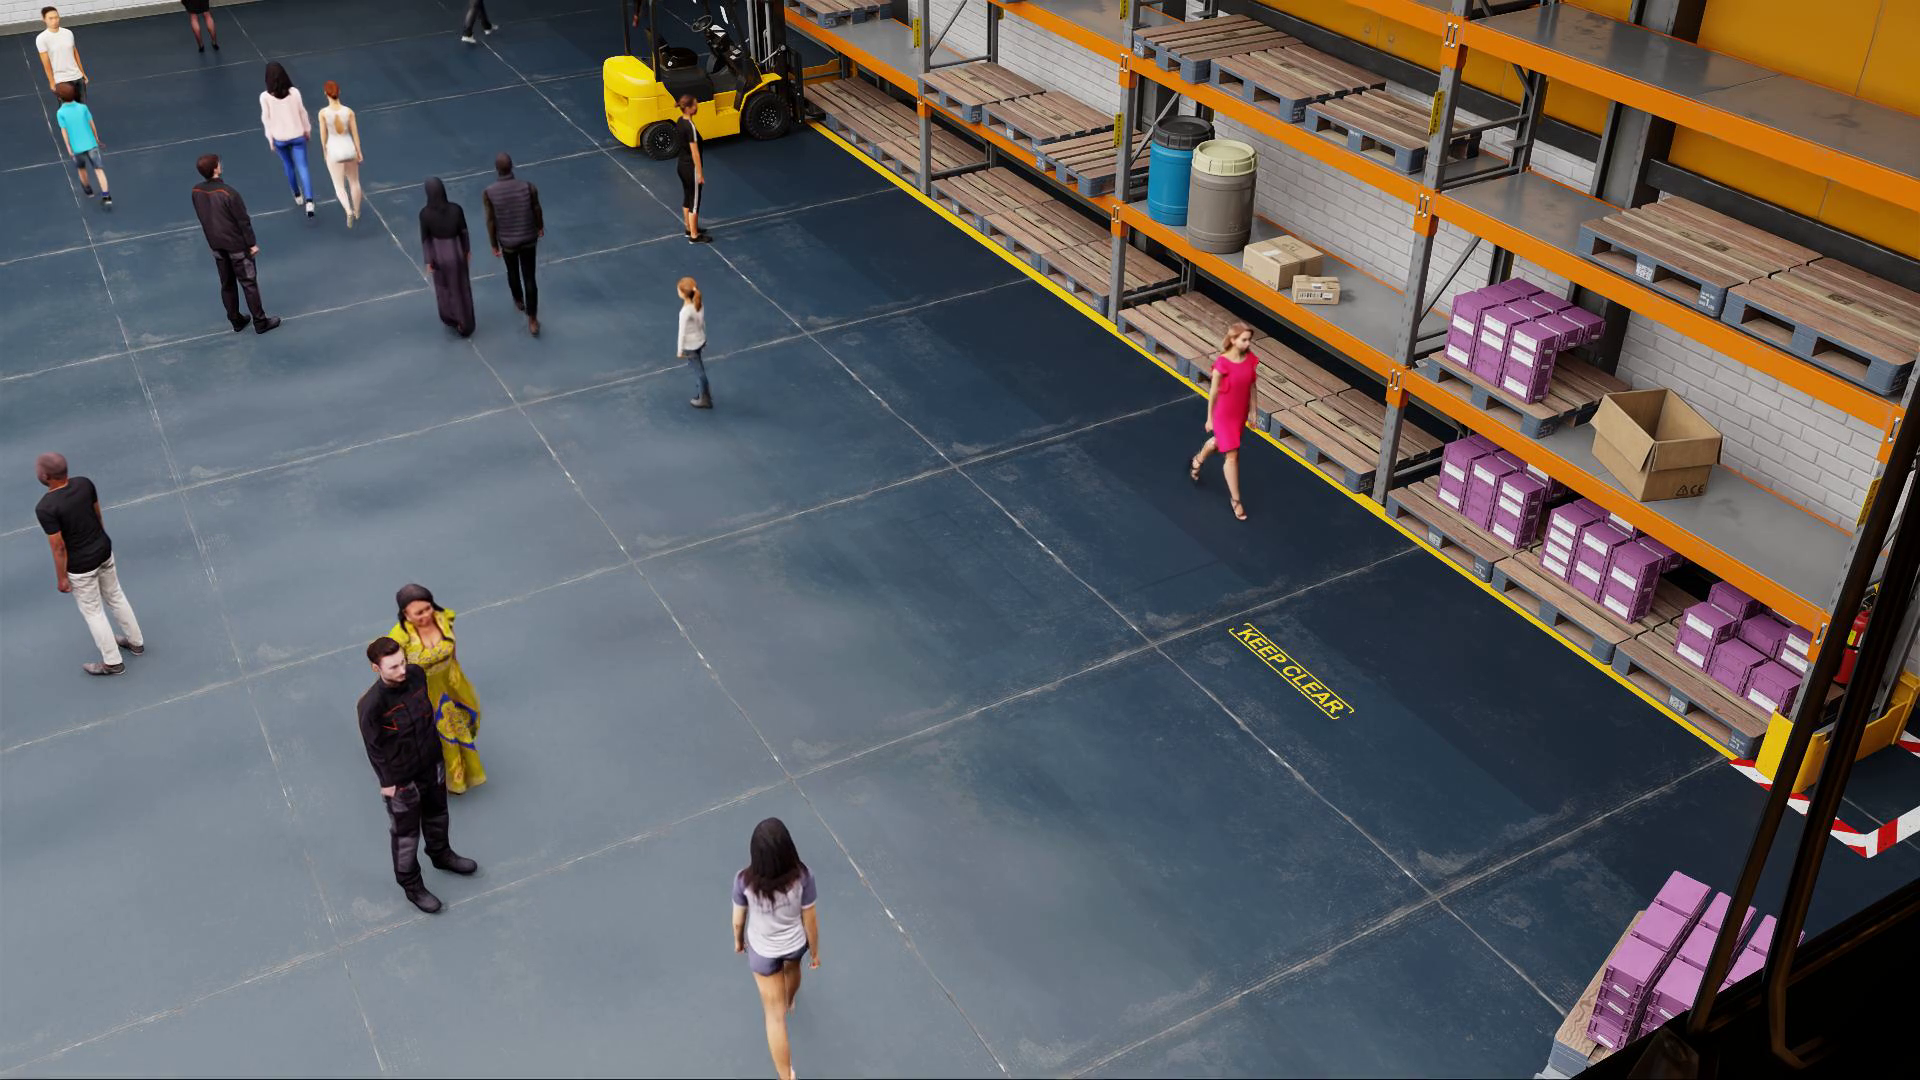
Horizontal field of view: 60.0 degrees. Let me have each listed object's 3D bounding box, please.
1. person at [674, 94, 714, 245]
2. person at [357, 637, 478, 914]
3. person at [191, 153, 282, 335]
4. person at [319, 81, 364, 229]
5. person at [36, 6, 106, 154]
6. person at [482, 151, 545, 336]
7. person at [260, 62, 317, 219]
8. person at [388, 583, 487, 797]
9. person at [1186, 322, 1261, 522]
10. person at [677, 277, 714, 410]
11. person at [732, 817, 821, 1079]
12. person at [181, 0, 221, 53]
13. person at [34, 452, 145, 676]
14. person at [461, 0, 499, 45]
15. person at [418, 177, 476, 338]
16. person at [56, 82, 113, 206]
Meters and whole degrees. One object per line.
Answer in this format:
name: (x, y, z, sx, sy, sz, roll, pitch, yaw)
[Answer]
person: (-2.983, -4.102, 18.351, 0.647, 1.669, 0.471, -15, 37, -22)
person: (-3.272, 1.352, 9.925, 0.790, 1.911, 0.775, 14, 36, 20)
person: (-7.214, -2.921, 16.421, 0.774, 1.837, 0.839, 9, 35, 14)
person: (-6.932, -4.308, 18.698, 0.587, 1.627, 0.900, -18, 38, -25)
person: (-11.117, -5.734, 20.688, 0.715, 1.798, 0.721, 18, 38, 25)
person: (-4.357, -2.905, 16.436, 0.928, 1.794, 1.186, -6, 34, -10)
person: (-7.603, -4.512, 18.908, 0.773, 1.734, 1.191, -12, 36, -18)
person: (-3.485, 0.938, 10.789, 1.059, 1.646, 0.965, 24, 40, 31)
person: (2.170, -1.051, 13.751, 0.584, 1.679, 1.060, -17, 37, -24)
person: (-2.362, -1.771, 15.168, 0.635, 1.310, 0.582, 12, 36, 18)
person: (-0.957, 2.229, 8.809, 0.840, 1.686, 1.204, -6, 34, -9)
person: (-11.109, -7.938, 24.091, 0.592, 1.703, 0.504, -16, 37, -22)
person: (-6.211, 0.150, 11.830, 0.813, 1.805, 0.752, 8, 34, 12)
person: (-7.199, -8.173, 24.377, 1.180, 1.776, 1.147, 13, 36, 19)
person: (-5.052, -2.777, 16.409, 0.726, 1.612, 0.908, -9, 35, -13)
person: (-10.132, -4.562, 19.268, 0.580, 1.418, 0.983, -22, 39, -29)
